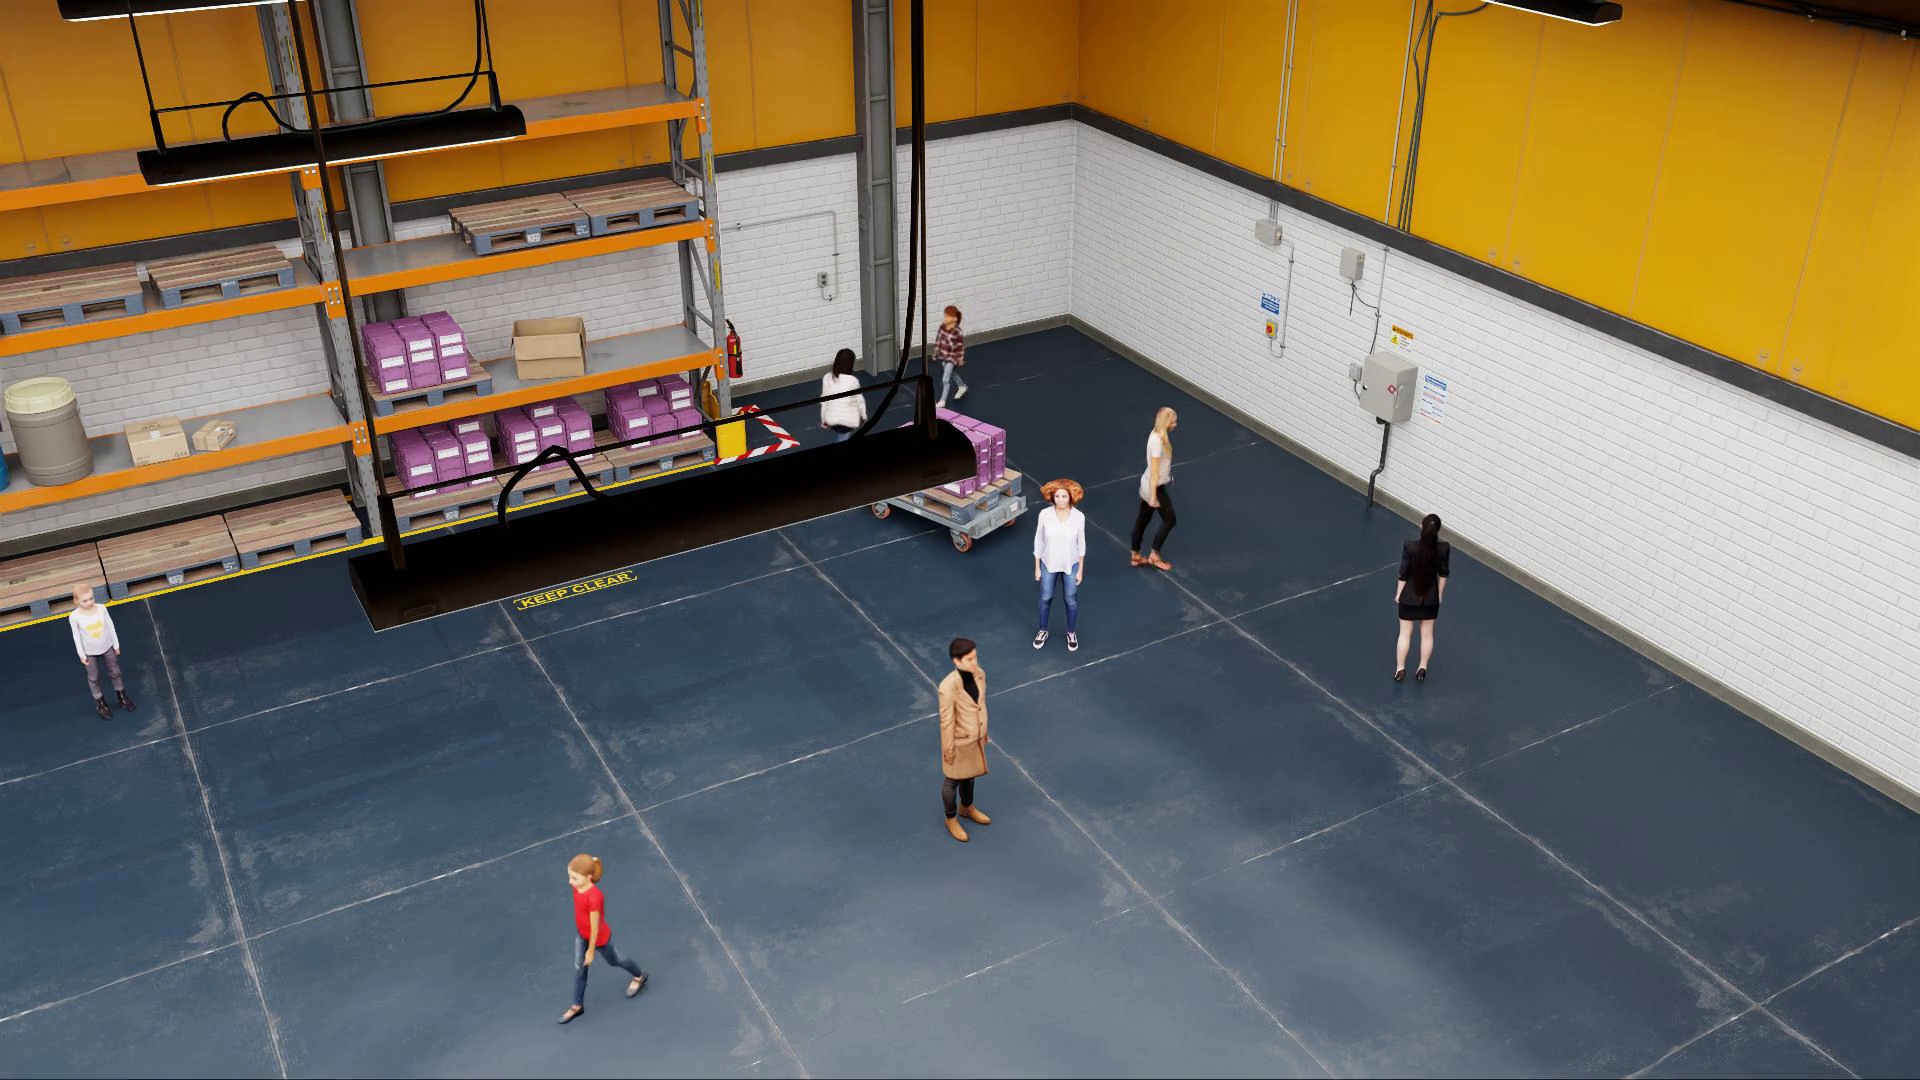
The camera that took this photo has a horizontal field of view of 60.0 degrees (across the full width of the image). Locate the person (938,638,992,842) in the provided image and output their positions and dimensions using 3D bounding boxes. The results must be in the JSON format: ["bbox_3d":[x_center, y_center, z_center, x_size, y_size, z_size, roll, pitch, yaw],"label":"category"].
[{"bbox_3d":[0.023,1.512,12.920,0.788,1.724,0.674,22,35,34],"label":"person"}]

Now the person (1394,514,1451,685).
[{"bbox_3d":[4.090,0.518,14.770,0.638,1.697,0.741,1,29,1],"label":"person"}]

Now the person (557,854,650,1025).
[{"bbox_3d":[-2.414,2.652,11.288,0.961,1.285,0.647,-25,37,-38],"label":"person"}]

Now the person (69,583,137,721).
[{"bbox_3d":[-7.494,0.936,14.441,0.495,1.278,0.594,-25,37,-38],"label":"person"}]

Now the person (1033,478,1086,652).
[{"bbox_3d":[0.924,0.201,15.334,0.733,1.712,0.812,3,29,6],"label":"person"}]

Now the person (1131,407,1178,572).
[{"bbox_3d":[1.836,-0.500,16.525,0.819,1.803,0.786,-3,29,-6],"label":"person"}]

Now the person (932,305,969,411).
[{"bbox_3d":[-0.083,-2.262,20.295,0.959,1.286,0.681,-25,37,-38],"label":"person"}]

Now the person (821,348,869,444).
[{"bbox_3d":[-1.319,-1.265,18.161,1.007,1.580,1.208,14,32,24],"label":"person"}]
